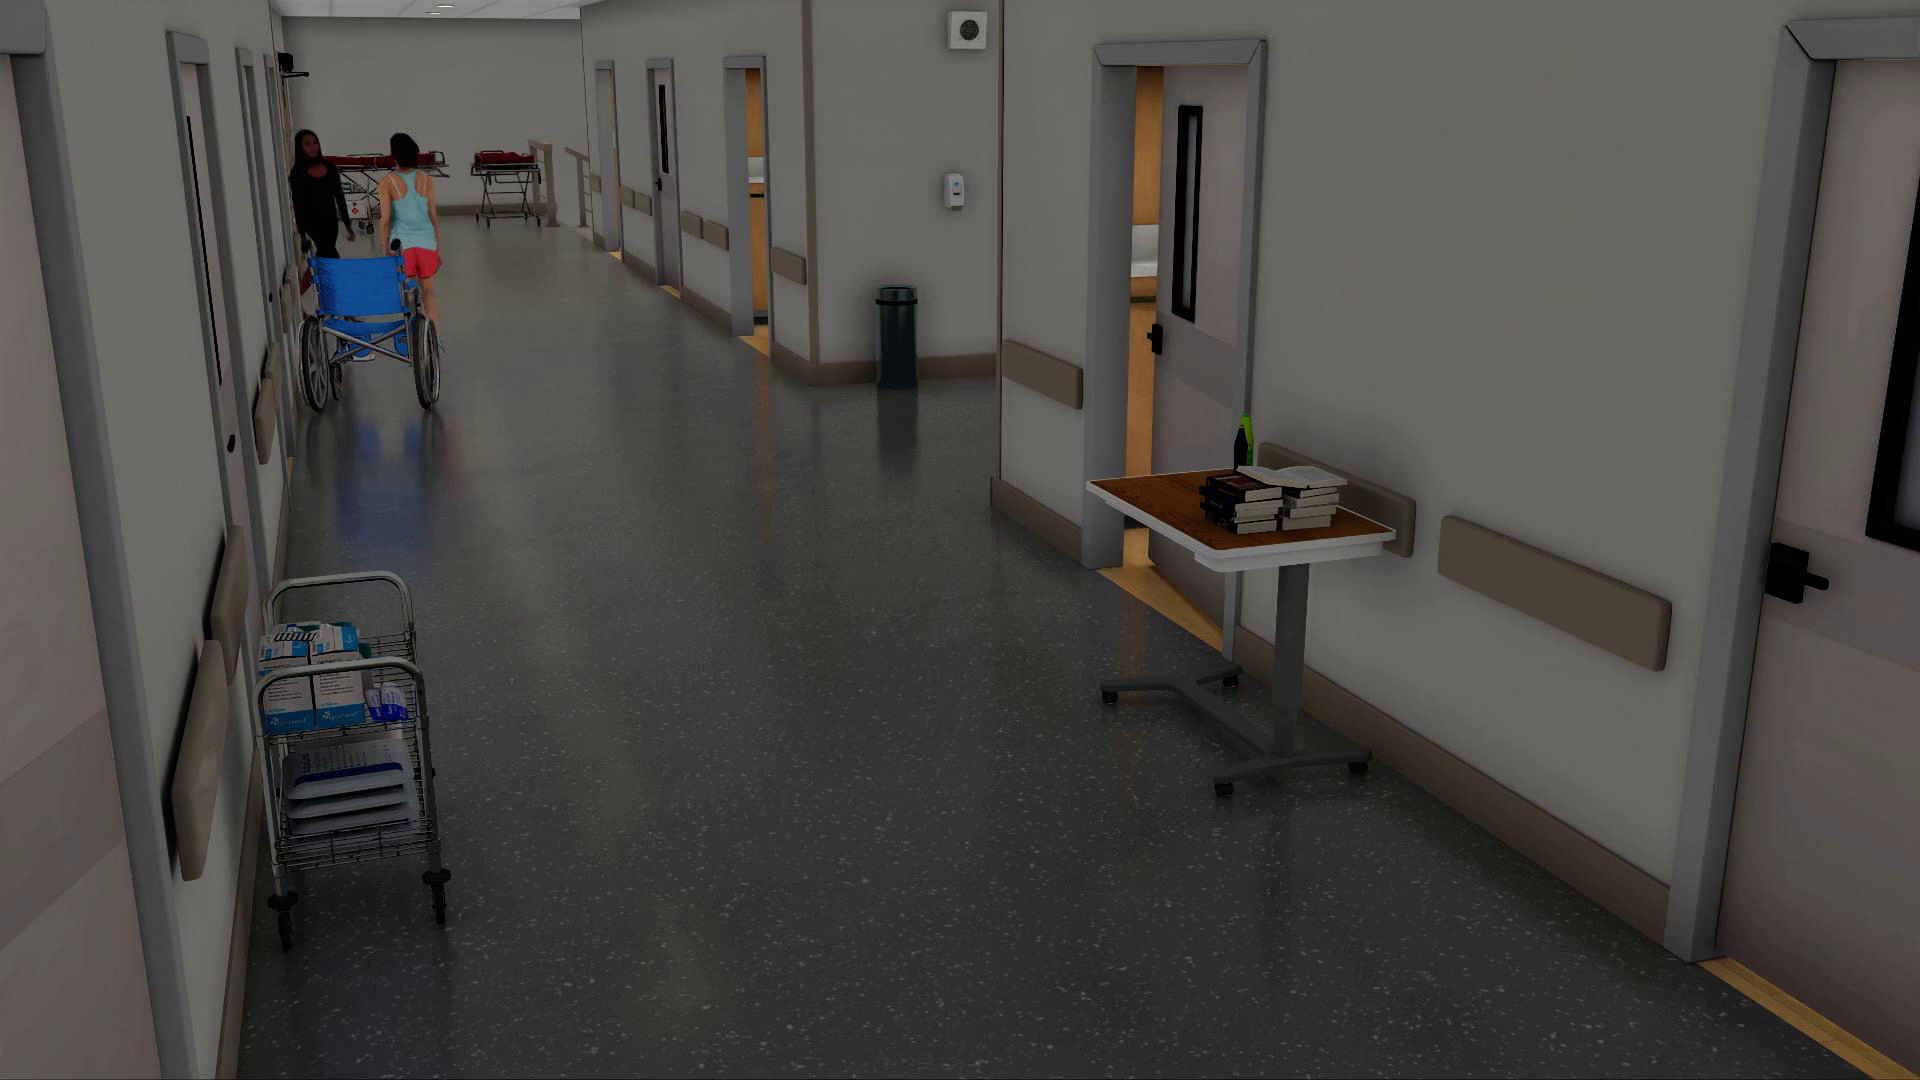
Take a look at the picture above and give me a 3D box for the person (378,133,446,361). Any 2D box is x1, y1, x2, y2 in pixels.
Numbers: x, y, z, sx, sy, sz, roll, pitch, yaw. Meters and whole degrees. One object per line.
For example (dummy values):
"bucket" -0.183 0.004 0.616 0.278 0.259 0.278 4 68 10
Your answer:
"person" -4.046 -2.129 12.394 0.691 1.761 0.791 -10 19 -32

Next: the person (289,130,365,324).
"person" -5.615 -2.670 14.478 1.250 1.673 1.152 8 18 26
